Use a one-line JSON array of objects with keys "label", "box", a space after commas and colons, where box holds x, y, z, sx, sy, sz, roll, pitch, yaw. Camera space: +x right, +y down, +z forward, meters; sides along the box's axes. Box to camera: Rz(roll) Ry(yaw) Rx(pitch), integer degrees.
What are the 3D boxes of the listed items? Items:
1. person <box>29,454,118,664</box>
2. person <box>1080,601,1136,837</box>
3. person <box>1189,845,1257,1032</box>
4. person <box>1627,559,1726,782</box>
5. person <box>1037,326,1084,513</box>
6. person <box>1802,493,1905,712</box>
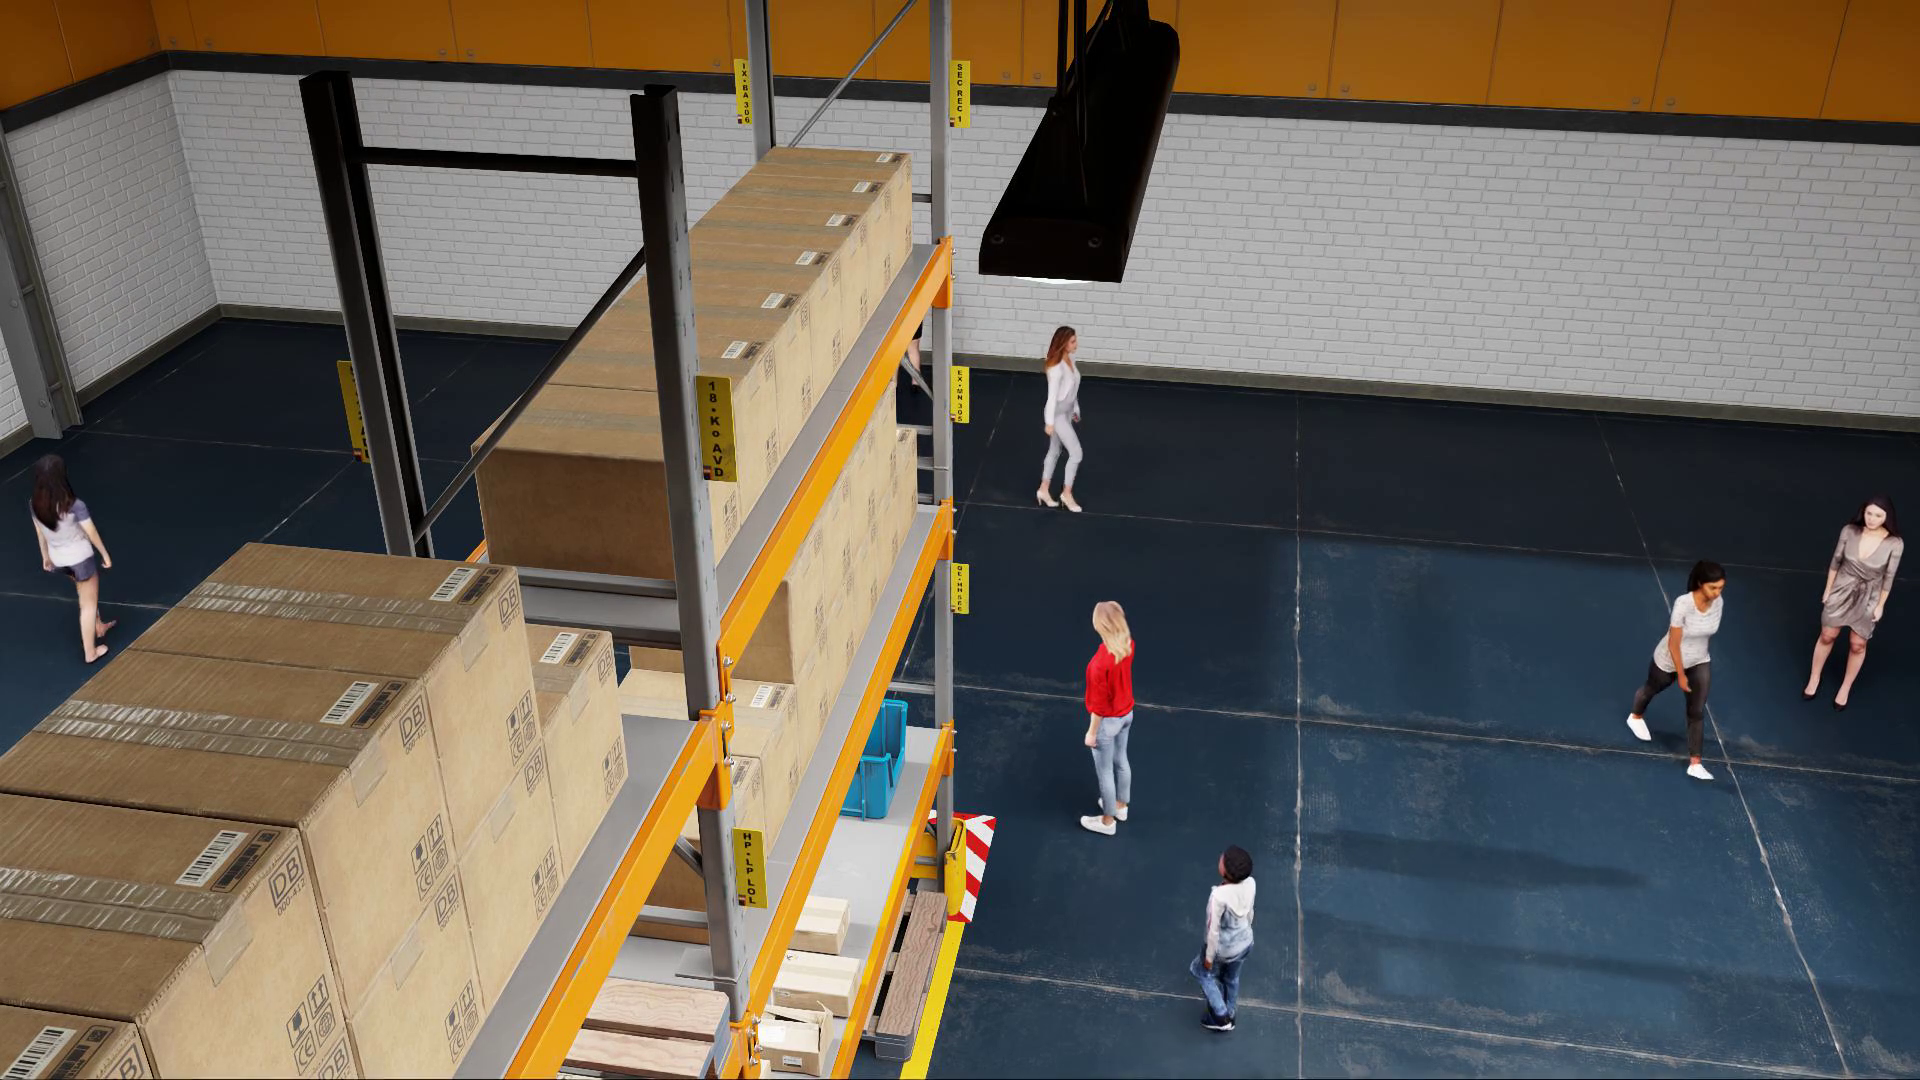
[{"label": "person", "box": [-6.762, 0.179, 12.586, 0.608, 1.684, 0.757, 4, 29, 8]}, {"label": "person", "box": [0.973, 1.153, 10.779, 0.752, 1.705, 0.603, 18, 34, 30]}, {"label": "person", "box": [1.515, 2.251, 9.240, 0.604, 1.250, 0.663, -18, 33, -29]}, {"label": "person", "box": [4.939, 0.807, 11.538, 0.816, 1.586, 1.171, -5, 29, -9]}, {"label": "person", "box": [0.812, -1.074, 14.815, 0.728, 1.750, 0.663, 9, 30, 16]}, {"label": "person", "box": [6.485, 0.433, 12.058, 0.651, 1.744, 0.663, 22, 36, 35]}]
